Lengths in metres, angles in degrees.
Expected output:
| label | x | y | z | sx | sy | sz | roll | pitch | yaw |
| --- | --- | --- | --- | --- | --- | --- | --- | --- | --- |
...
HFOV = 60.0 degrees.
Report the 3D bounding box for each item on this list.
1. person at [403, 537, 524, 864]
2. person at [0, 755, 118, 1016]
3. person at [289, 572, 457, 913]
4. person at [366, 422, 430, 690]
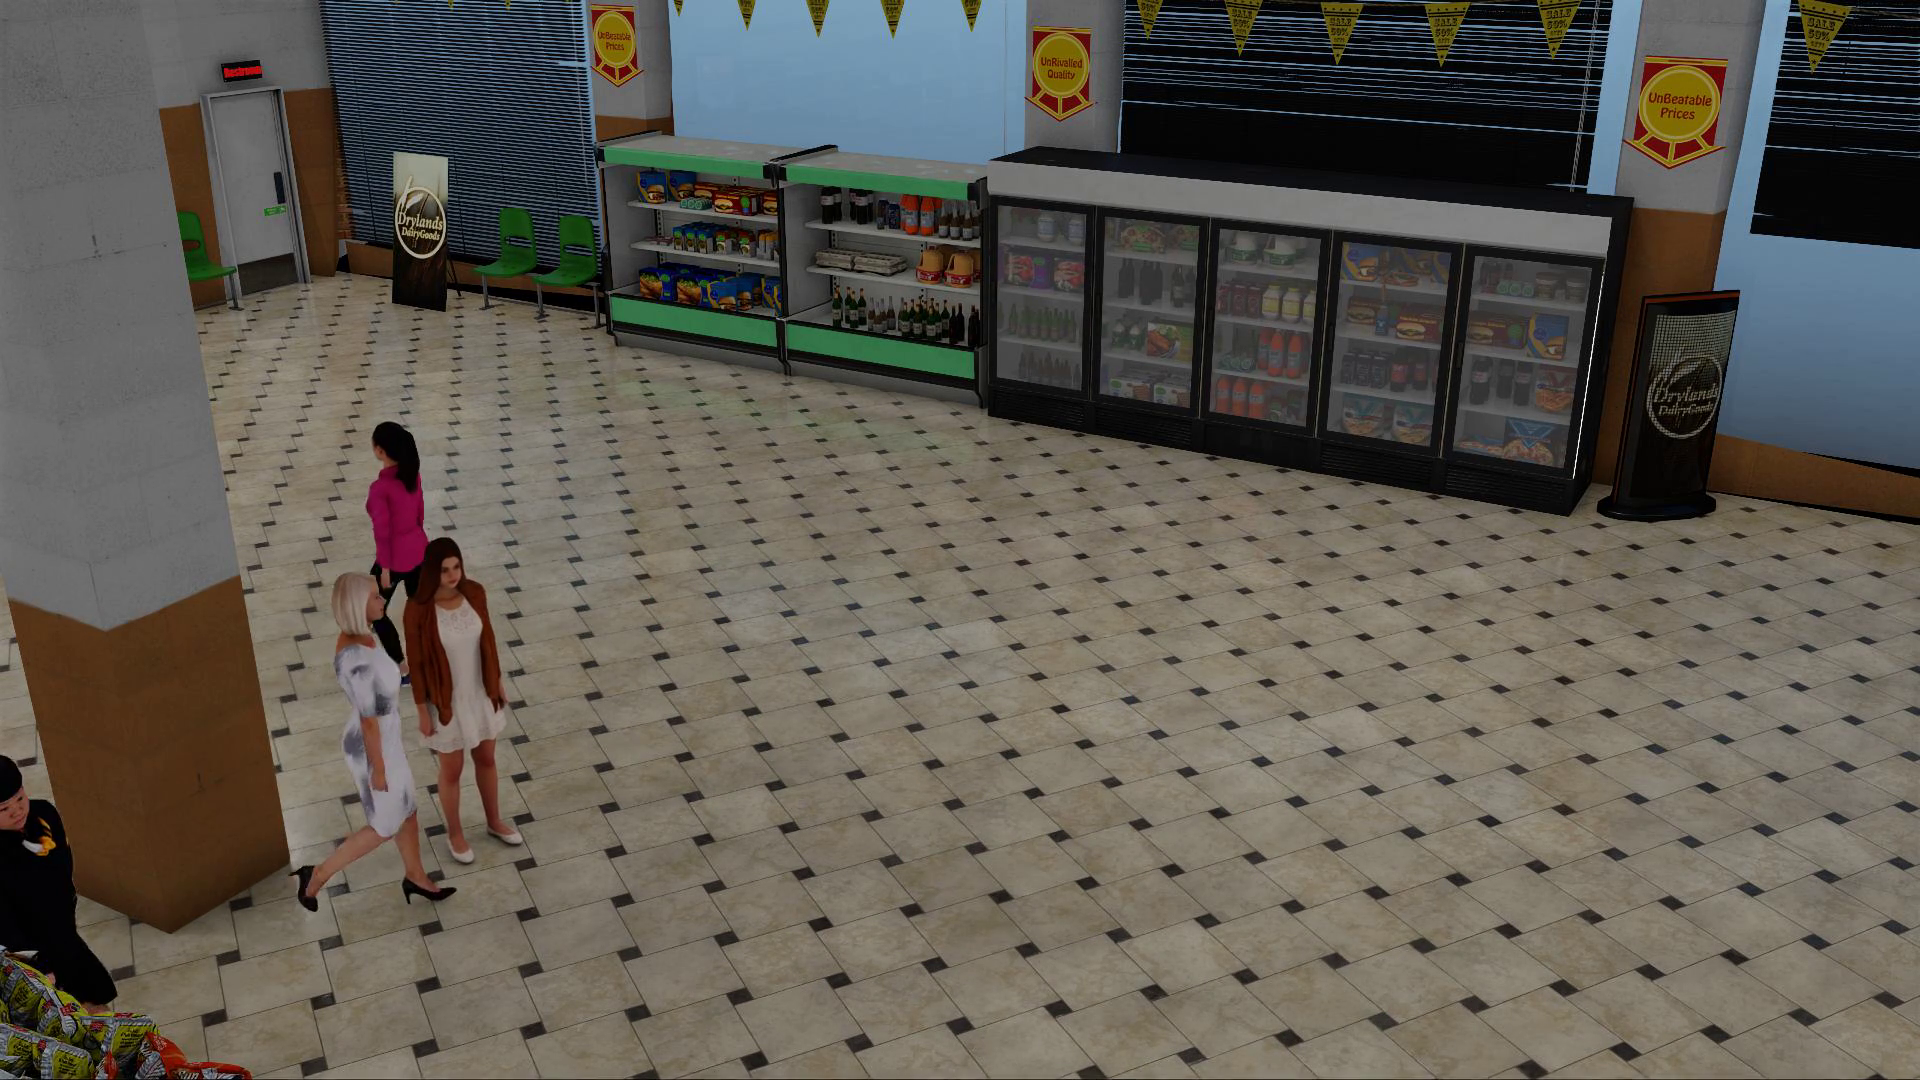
| label | x | y | z | sx | sy | sz | roll | pitch | yaw |
| --- | --- | --- | --- | --- | --- | --- | --- | --- | --- |
| person | -2.461 | 0.757 | 8.132 | 0.635 | 1.712 | 0.671 | 20 | 29 | 40 |
| person | -3.573 | 1.567 | 6.251 | 1.208 | 1.610 | 0.919 | 4 | 22 | 10 |
| person | -2.738 | 0.973 | 7.563 | 0.977 | 1.734 | 0.956 | -8 | 23 | -19 |
| person | -3.165 | 0.149 | 9.687 | 0.665 | 1.681 | 0.629 | 9 | 23 | 21 |
